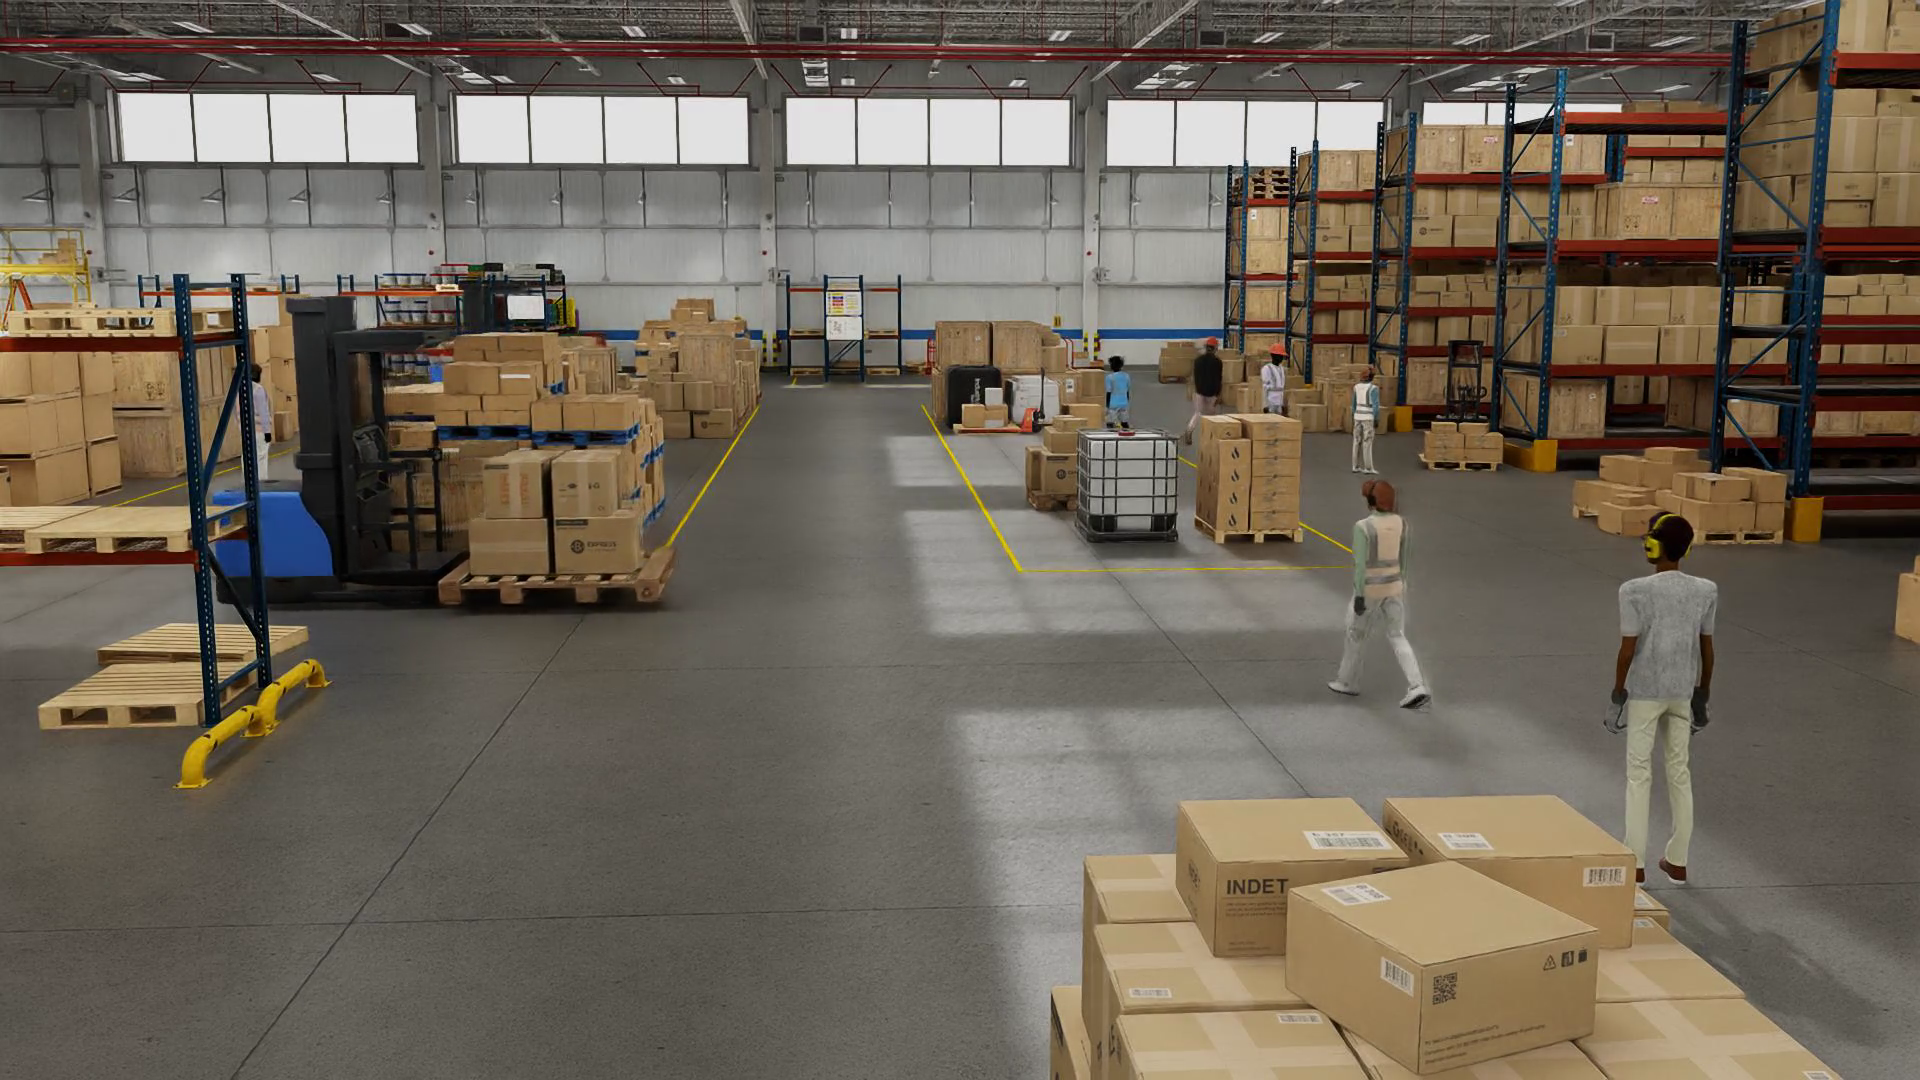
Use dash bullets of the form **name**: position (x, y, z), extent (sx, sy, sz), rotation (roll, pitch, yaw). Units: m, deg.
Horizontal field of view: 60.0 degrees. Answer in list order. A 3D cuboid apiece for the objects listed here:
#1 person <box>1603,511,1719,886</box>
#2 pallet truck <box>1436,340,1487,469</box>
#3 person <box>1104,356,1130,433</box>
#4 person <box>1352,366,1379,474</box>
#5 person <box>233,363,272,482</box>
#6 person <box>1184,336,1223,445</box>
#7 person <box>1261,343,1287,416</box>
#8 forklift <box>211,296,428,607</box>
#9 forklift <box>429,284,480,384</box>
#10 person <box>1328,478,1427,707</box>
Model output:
- **person**: position (3.462, 0.788, 8.248), extent (0.532, 1.869, 0.319), rotation (-1, 9, -4)
- **pallet truck**: position (8.004, -2.170, 26.422), extent (0.823, 1.965, 1.885), rotation (2, 9, 14)
- **person**: position (2.595, -2.233, 27.877), extent (0.551, 1.661, 0.674), rotation (-7, 11, -37)
- **person**: position (6.179, -1.822, 25.347), extent (0.313, 1.642, 0.513), rotation (-5, 10, -29)
- **person**: position (-9.588, -1.487, 22.637), extent (0.623, 1.839, 0.429), rotation (5, 10, 30)
- **person**: position (4.336, -2.620, 29.355), extent (0.625, 1.972, 0.838), rotation (8, 12, 42)
- **person**: position (5.110, -2.227, 26.976), extent (0.378, 1.932, 0.551), rotation (8, 12, 41)
- **forklift**: position (-5.822, -0.844, 15.332), extent (1.873, 2.768, 1.129), rotation (-1, 9, -4)
- **forklift**: position (-10.698, -4.219, 36.521), extent (1.873, 2.768, 1.129), rotation (-3, 9, -16)
- **person**: position (2.983, 0.365, 11.736), extent (0.524, 1.603, 0.836), rotation (-5, 10, -28)
